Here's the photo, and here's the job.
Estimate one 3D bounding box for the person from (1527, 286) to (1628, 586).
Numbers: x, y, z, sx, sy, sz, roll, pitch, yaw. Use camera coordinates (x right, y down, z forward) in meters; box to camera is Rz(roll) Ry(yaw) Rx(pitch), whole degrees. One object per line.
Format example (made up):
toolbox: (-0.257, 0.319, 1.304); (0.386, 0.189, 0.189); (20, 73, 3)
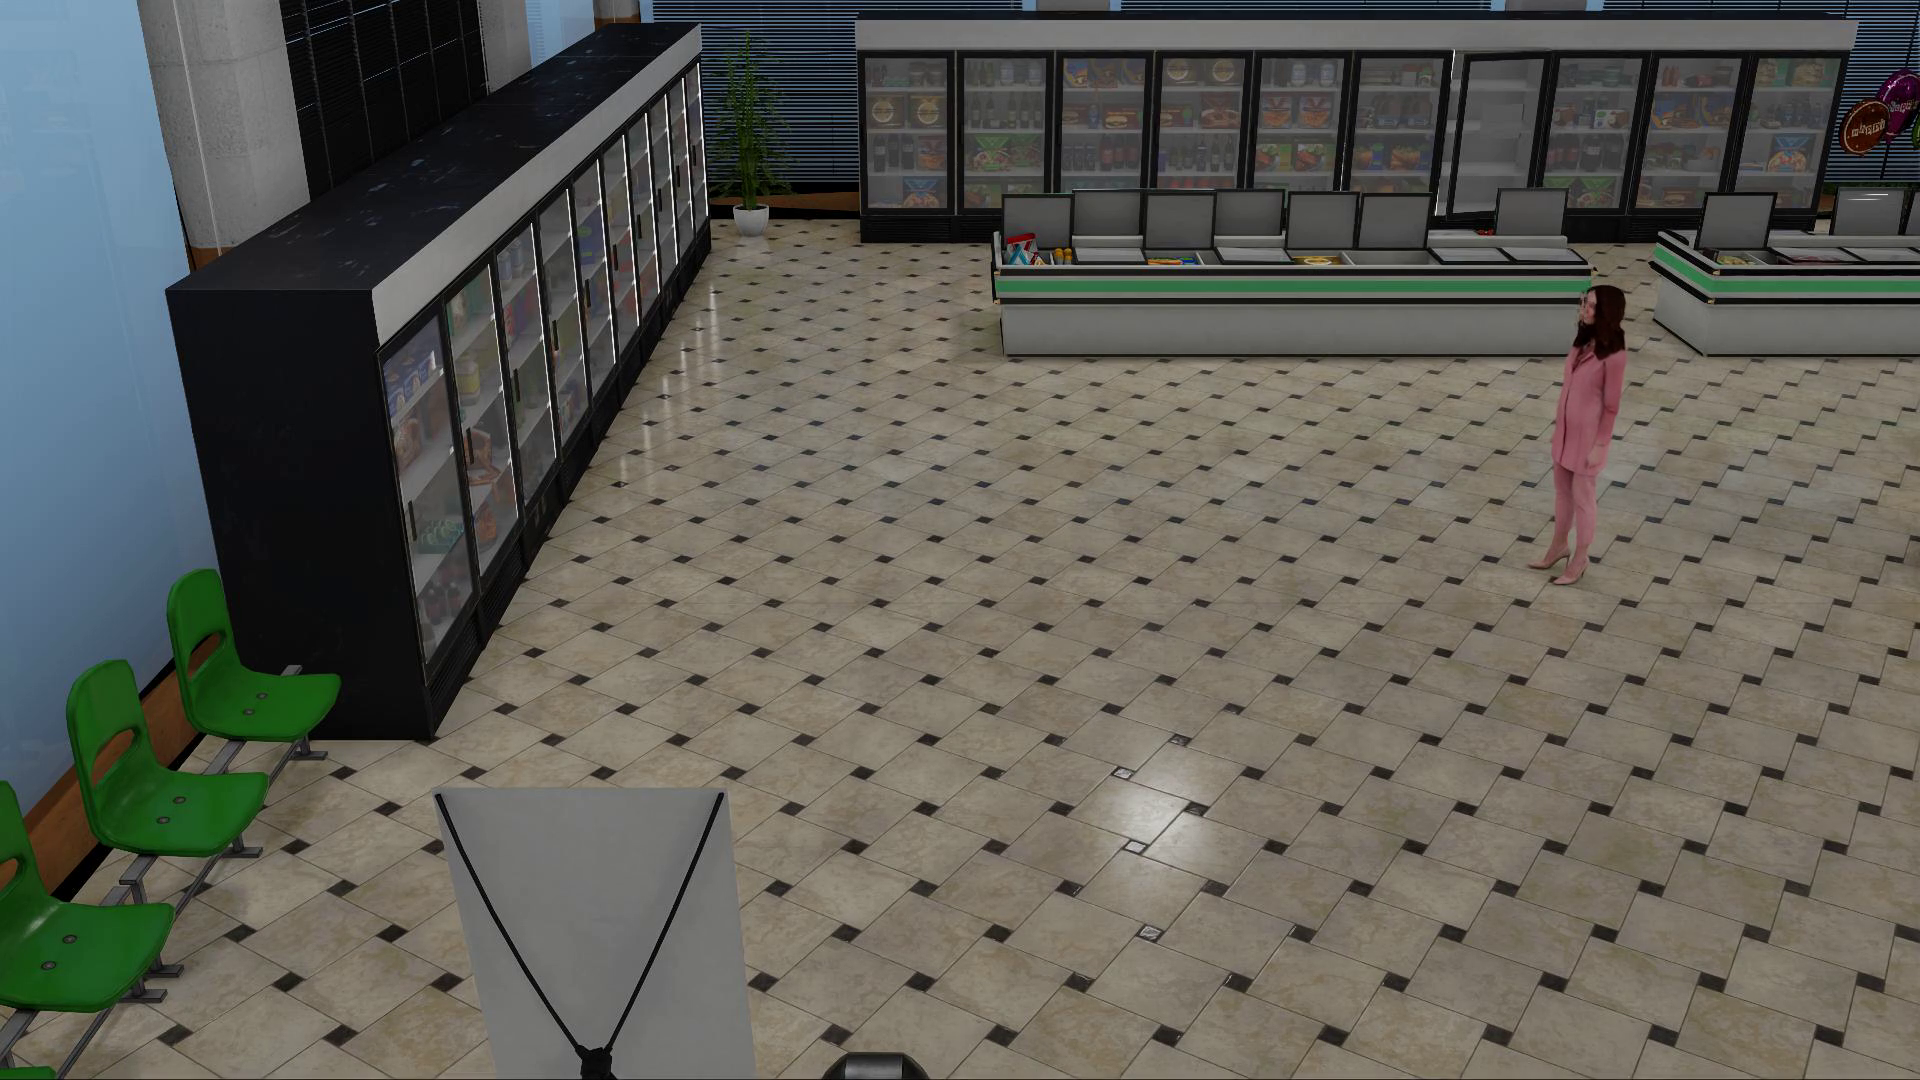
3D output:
person: (3.650, -0.612, 9.714); (0.600, 1.802, 0.660); (-5, 24, -12)
